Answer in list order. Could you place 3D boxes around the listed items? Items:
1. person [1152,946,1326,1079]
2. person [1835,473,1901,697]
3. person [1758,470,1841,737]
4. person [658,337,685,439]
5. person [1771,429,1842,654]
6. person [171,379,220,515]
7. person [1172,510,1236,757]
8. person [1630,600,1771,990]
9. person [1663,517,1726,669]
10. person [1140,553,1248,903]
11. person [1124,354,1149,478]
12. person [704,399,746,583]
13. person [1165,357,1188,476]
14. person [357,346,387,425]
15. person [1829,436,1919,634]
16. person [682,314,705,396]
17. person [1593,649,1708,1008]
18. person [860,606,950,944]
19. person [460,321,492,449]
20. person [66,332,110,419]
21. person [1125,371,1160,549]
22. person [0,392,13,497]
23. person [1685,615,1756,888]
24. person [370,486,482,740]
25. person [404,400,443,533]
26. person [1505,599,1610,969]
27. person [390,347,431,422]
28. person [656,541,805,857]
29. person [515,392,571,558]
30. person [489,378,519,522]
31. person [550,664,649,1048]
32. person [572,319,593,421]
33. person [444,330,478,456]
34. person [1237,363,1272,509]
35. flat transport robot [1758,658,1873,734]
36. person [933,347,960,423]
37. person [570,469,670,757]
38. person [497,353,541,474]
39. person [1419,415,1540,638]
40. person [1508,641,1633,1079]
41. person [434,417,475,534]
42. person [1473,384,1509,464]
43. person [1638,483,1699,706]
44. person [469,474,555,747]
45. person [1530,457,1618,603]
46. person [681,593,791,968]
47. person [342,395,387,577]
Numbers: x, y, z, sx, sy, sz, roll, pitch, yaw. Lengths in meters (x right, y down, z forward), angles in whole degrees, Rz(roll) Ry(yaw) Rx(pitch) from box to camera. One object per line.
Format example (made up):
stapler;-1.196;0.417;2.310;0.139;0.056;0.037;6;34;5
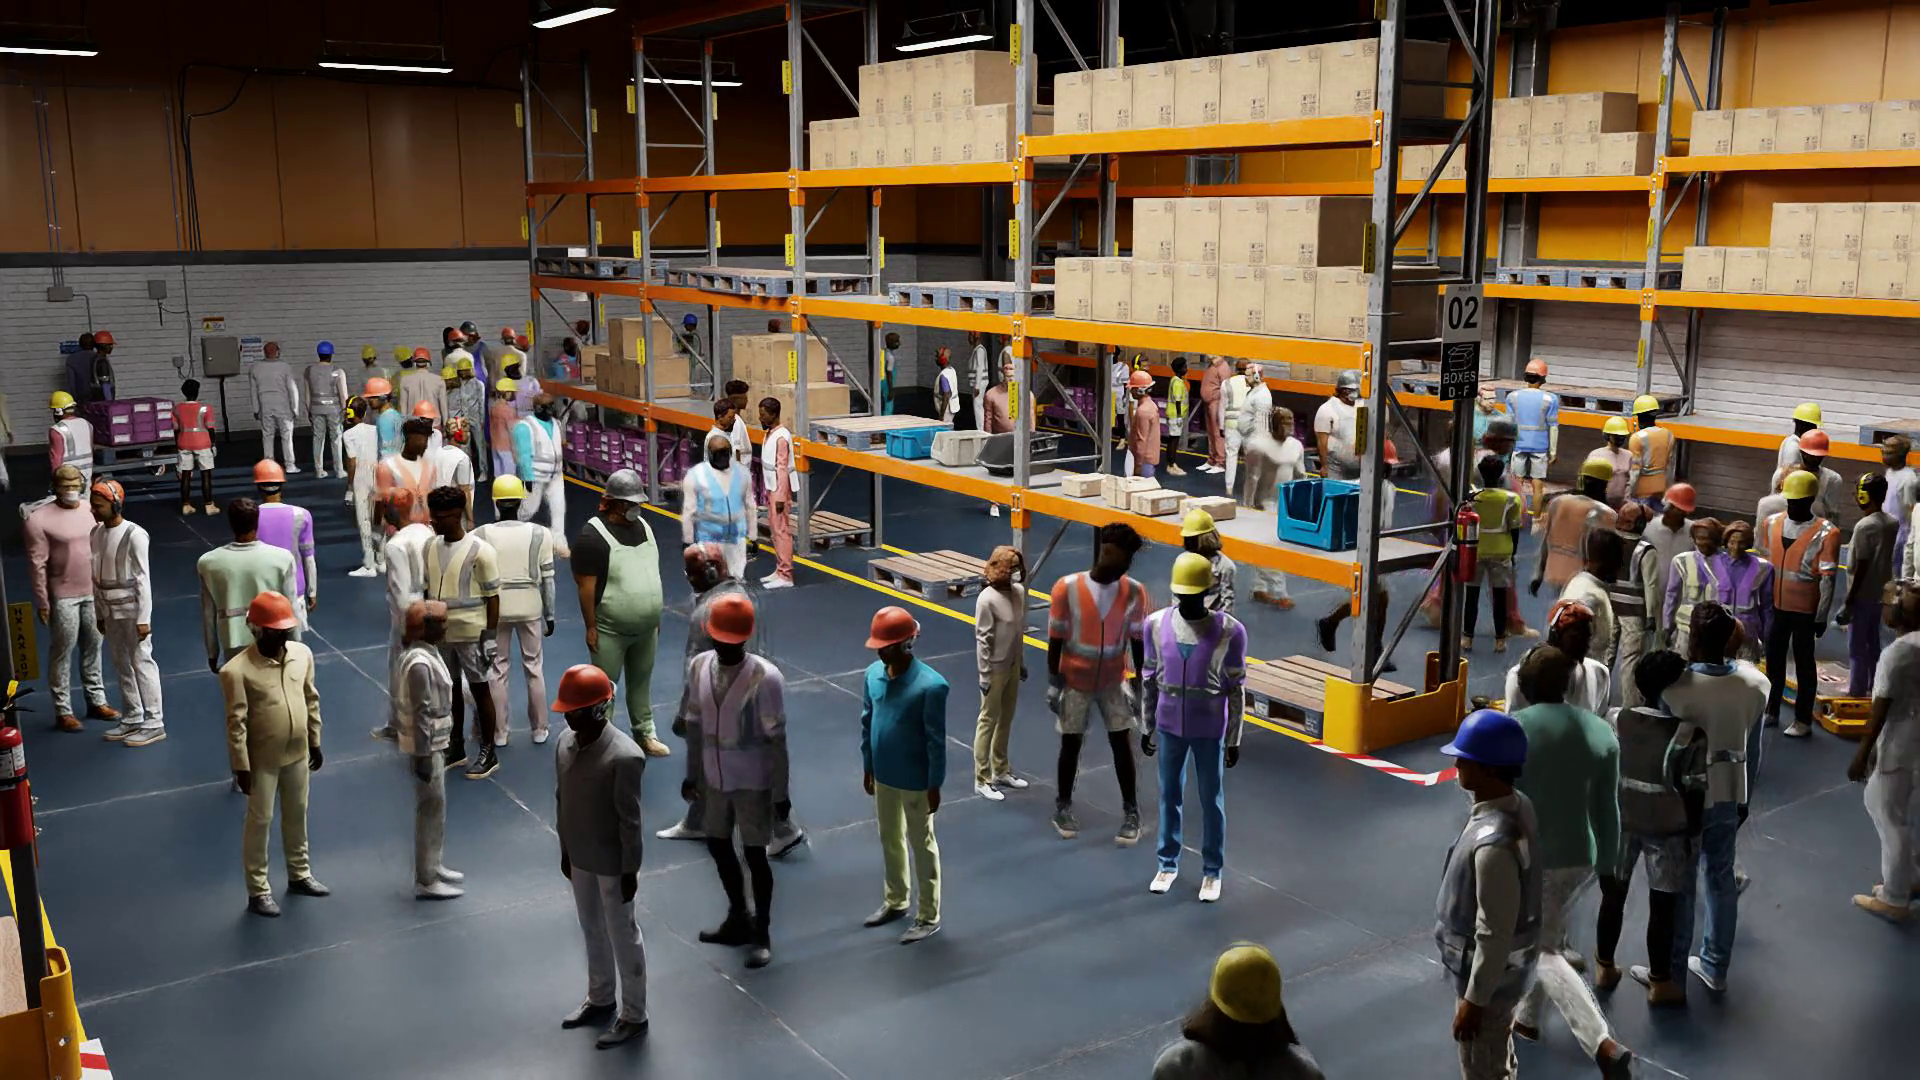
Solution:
person;0.780;1.940;4.743;0.495;1.732;0.560;1;11;6
person;6.570;0.431;12.101;0.521;1.865;0.328;-8;13;-34
person;5.947;0.449;11.886;0.395;1.918;0.582;-5;12;-26
person;-4.444;-2.195;25.328;0.607;1.955;0.406;-5;12;-23
person;7.141;0.012;14.098;0.549;1.925;0.389;3;12;17
person;-9.493;-1.147;20.637;0.537;1.691;0.323;0;11;2
person;1.635;0.646;11.346;0.491;1.731;0.321;10;15;42
person;3.508;1.228;7.881;0.593;1.920;0.391;-3;11;-15
person;5.193;0.643;11.627;0.534;1.622;0.336;7;13;33
person;1.250;1.006;9.020;0.586;1.920;0.397;5;12;25
person;2.366;-1.535;22.145;0.335;1.873;0.521;4;12;22
person;-2.370;-0.451;16.519;0.409;1.907;0.598;0;11;1
person;3.101;-1.770;23.788;0.321;1.697;0.535;0;11;2
person;-9.032;-2.140;25.661;0.526;1.711;0.925;2;11;11
person;8.126;-0.021;14.599;0.954;1.787;0.580;2;11;10
person;-4.810;-3.113;30.056;0.412;1.939;0.596;-1;11;-3
person;3.236;1.345;7.843;0.320;1.698;0.537;-11;15;-44
person;-0.312;1.187;8.550;0.575;1.740;0.349;10;15;41
person;-7.760;-2.454;26.412;0.689;2.000;0.537;1;11;6
person;-13.174;-2.176;25.253;0.629;1.940;0.372;-2;11;-10
person;2.032;-0.896;18.588;0.408;1.987;0.614;3;11;14
person;-12.853;-1.406;21.902;0.471;1.707;0.602;9;14;40
person;4.021;1.180;8.930;0.535;1.613;0.627;-4;12;-21
person;-3.743;0.531;11.629;0.874;1.854;0.601;2;11;11
person;-5.686;-0.623;17.774;0.341;1.750;0.566;5;12;24
person;2.890;1.205;8.122;0.576;1.877;0.347;-3;12;-16
person;-7.668;-1.780;23.407;0.661;1.880;0.528;-7;13;-31
person;-1.331;0.919;9.619;0.871;1.868;0.629;0;11;1
person;-4.614;-0.719;18.155;0.843;1.814;0.632;8;14;36
person;-5.465;-1.069;20.033;0.329;1.765;0.526;-11;15;-43
person;-1.635;1.400;7.459;0.558;1.744;0.349;9;14;38
person;-6.741;-2.986;29.574;0.596;1.871;0.598;5;12;25
person;-7.649;-2.219;25.397;0.428;1.971;0.637;5;12;26
person;3.615;-1.224;20.491;0.400;1.901;0.647;1;11;3
flat transport robot;6.559;1.155;12.482;0.652;0.197;1.431;0;11;1
person;-0.199;-1.804;23.583;0.389;1.846;0.567;1;11;6
person;-2.246;0.514;11.223;0.535;2.000;0.679;9;14;38
person;-5.835;-1.557;22.217;0.707;1.894;0.523;1;11;5
person;4.609;-0.167;14.707;1.005;2.000;0.685;2;11;12
person;2.598;1.404;7.110;0.616;1.880;0.903;-4;12;-18
person;-4.737;-0.238;15.609;0.389;1.837;0.560;-10;15;-41
person;5.648;-0.741;18.017;0.646;1.899;0.399;-2;11;-12
person;5.344;0.414;12.586;0.557;1.703;0.862;2;11;10
person;-3.127;0.496;11.634;0.587;1.920;0.391;-3;11;-14
person;4.751;0.297;12.766;0.809;1.870;0.610;-6;13;-28
person;-1.127;1.170;8.198;0.620;1.916;0.458;6;13;30
person;-6.148;-0.550;17.103;0.333;1.872;0.515;4;12;19
